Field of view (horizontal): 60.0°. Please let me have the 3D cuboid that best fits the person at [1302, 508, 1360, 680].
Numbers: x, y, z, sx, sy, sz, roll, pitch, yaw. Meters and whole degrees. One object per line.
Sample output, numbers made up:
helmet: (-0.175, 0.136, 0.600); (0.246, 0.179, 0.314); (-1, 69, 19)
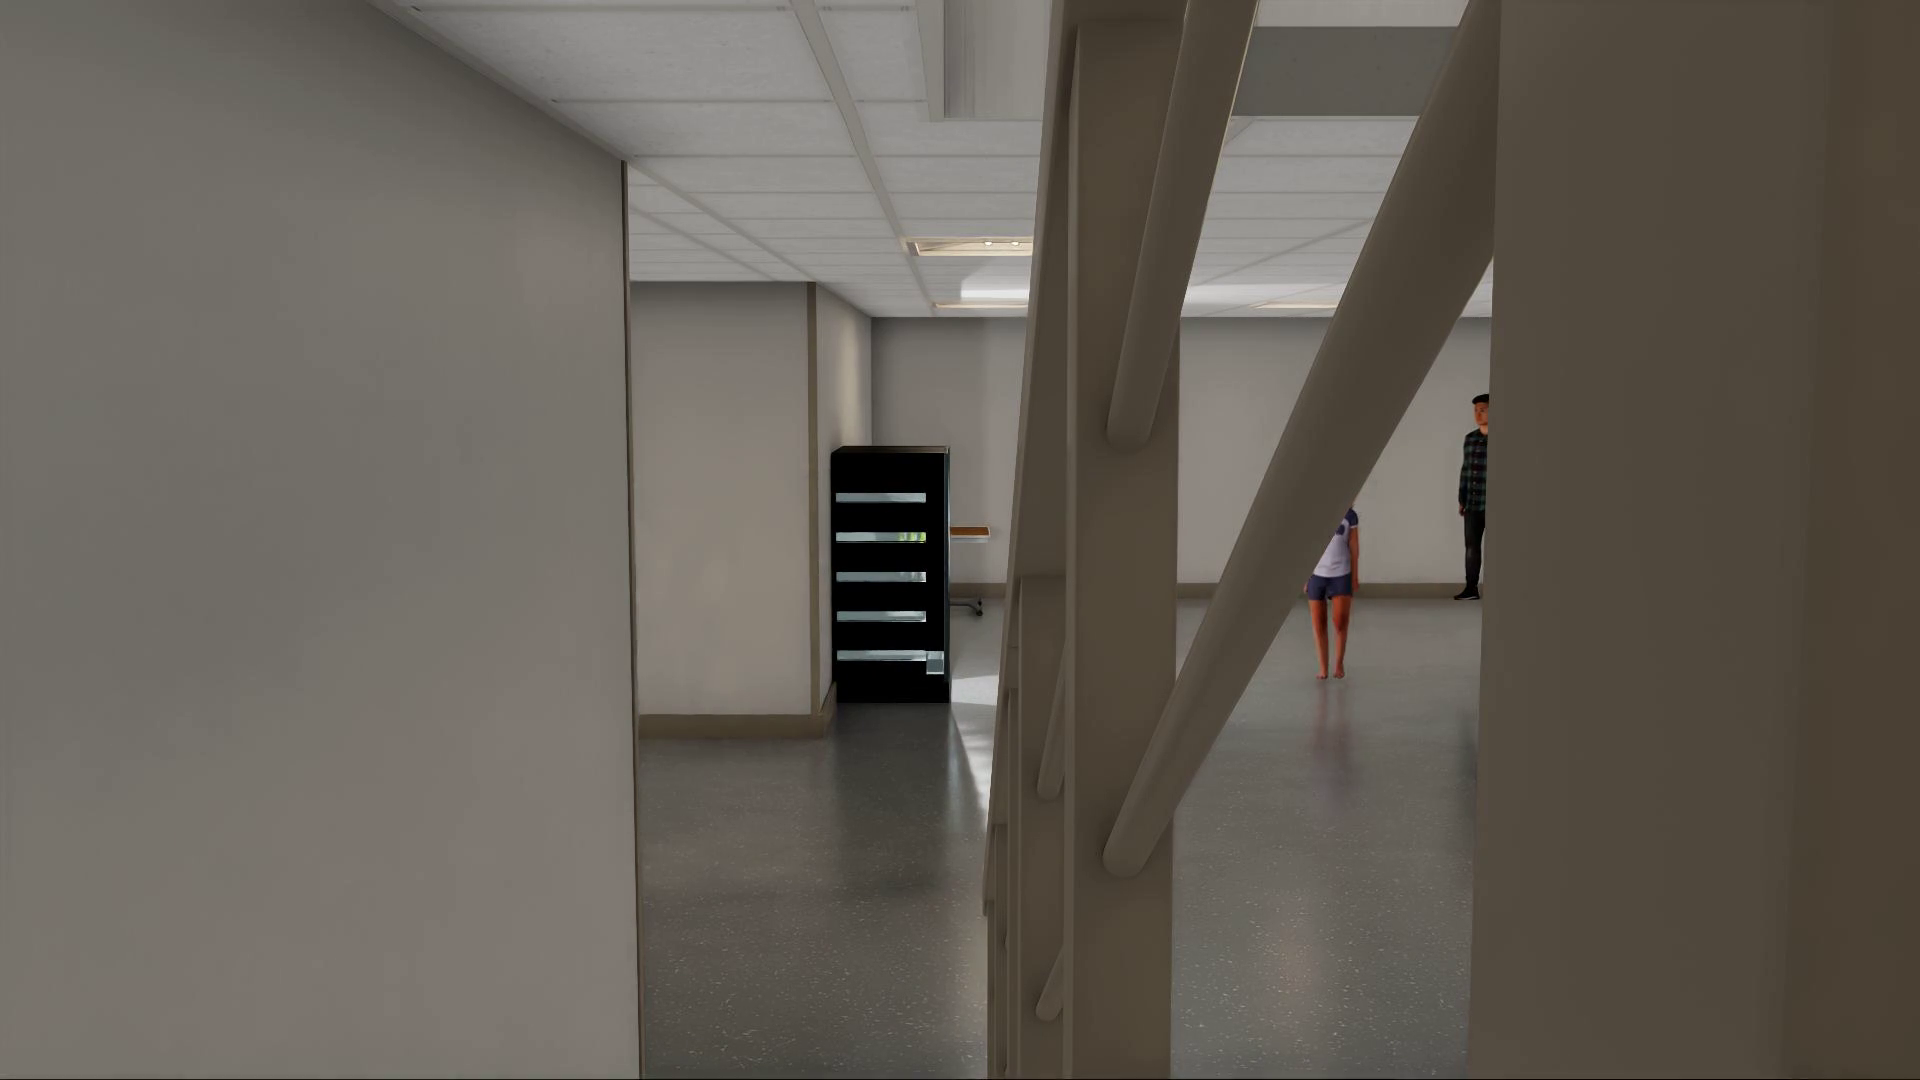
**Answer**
person: (2.909, 0.294, 13.025); (0.678, 1.612, 0.707); (3, 6, 24)
